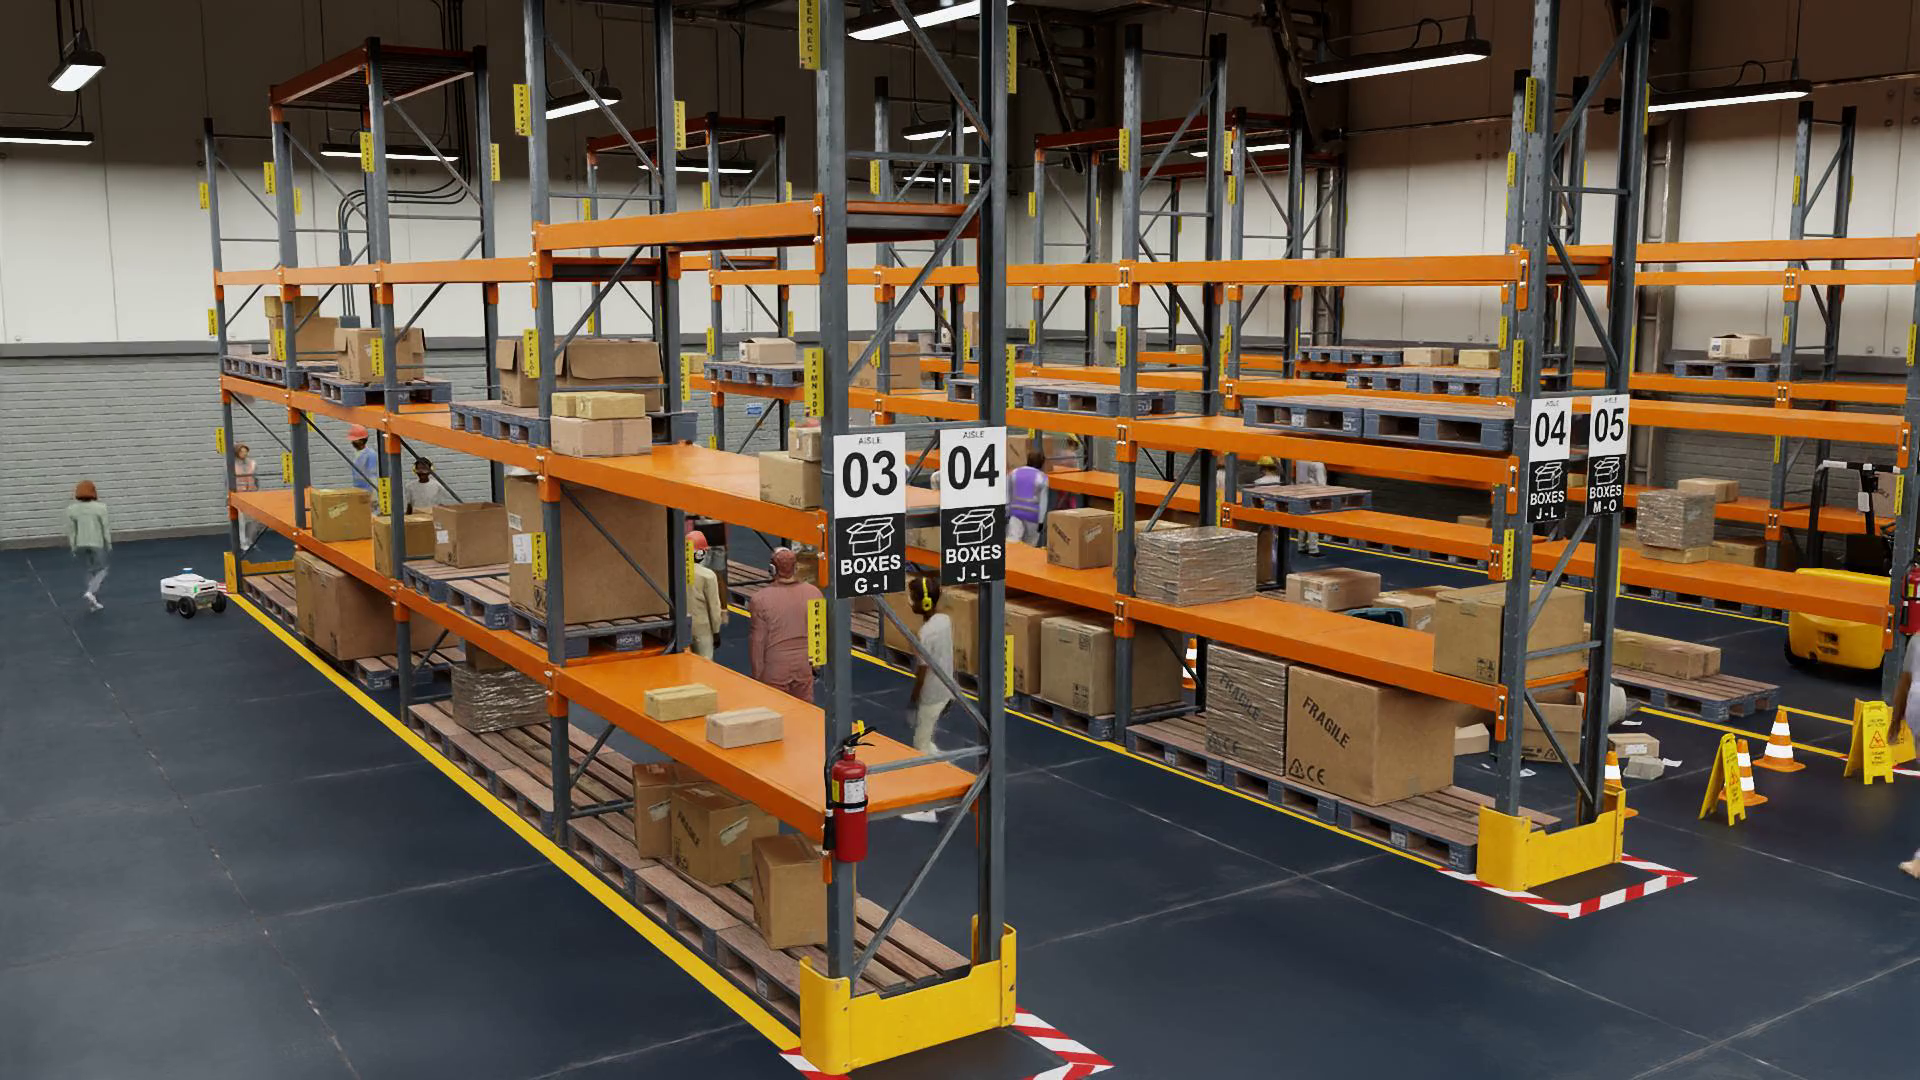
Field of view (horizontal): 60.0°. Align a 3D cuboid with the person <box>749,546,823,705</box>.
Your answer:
[{"bbox_3d":[-1.385,0.999,13.139,0.642,1.913,0.409,-5,10,-33],"label":"person"}]

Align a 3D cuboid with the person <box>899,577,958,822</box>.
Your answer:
[{"bbox_3d":[-0.243,1.173,12.196,0.403,1.847,0.536,3,9,17],"label":"person"}]

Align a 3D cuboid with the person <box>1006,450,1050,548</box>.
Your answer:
[{"bbox_3d":[0.869,-0.307,22.274,0.666,1.793,0.829,4,9,24],"label":"person"}]

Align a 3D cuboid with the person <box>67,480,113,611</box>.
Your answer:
[{"bbox_3d":[-10.563,0.081,20.172,0.505,1.619,0.448,0,9,1],"label":"person"}]

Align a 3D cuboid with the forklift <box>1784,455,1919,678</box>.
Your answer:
[{"bbox_3d":[9.643,0.253,17.172,2.313,2.155,1.214,-6,10,-33],"label":"forklift"}]

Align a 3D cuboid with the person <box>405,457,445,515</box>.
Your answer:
[{"bbox_3d":[-6.679,-0.122,20.778,0.510,1.862,0.333,0,9,-2],"label":"person"}]

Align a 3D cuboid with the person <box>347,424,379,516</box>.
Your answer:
[{"bbox_3d":[-8.556,-0.670,23.886,0.650,2.018,0.531,7,11,38],"label":"person"}]

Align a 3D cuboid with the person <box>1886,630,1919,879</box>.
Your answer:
[{"bbox_3d":[6.515,1.238,11.118,0.934,2.000,0.713,-4,9,-22],"label":"person"}]

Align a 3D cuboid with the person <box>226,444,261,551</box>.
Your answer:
[{"bbox_3d":[-10.727,-0.635,24.942,0.376,1.623,0.543,7,11,40],"label":"person"}]

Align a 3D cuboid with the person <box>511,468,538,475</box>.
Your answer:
[{"bbox_3d":[-6.068,-0.478,23.670,0.585,1.693,0.894,-6,11,-36],"label":"person"}]

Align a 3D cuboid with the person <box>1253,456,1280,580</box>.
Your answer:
[{"bbox_3d":[4.170,-0.291,22.292,0.522,1.751,0.580,-6,10,-34],"label":"person"}]

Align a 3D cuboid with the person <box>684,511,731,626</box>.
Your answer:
[{"bbox_3d":[-2.937,0.019,19.351,0.624,2.018,0.507,-8,12,-44],"label":"person"}]

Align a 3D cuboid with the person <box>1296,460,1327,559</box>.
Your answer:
[{"bbox_3d":[5.162,-0.646,24.355,0.403,1.832,0.591,-3,9,-22],"label":"person"}]

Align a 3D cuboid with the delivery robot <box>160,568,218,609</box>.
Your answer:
[{"bbox_3d":[-9.318,0.584,20.089,0.707,0.478,0.477,5,10,29],"label":"delivery robot"}]
